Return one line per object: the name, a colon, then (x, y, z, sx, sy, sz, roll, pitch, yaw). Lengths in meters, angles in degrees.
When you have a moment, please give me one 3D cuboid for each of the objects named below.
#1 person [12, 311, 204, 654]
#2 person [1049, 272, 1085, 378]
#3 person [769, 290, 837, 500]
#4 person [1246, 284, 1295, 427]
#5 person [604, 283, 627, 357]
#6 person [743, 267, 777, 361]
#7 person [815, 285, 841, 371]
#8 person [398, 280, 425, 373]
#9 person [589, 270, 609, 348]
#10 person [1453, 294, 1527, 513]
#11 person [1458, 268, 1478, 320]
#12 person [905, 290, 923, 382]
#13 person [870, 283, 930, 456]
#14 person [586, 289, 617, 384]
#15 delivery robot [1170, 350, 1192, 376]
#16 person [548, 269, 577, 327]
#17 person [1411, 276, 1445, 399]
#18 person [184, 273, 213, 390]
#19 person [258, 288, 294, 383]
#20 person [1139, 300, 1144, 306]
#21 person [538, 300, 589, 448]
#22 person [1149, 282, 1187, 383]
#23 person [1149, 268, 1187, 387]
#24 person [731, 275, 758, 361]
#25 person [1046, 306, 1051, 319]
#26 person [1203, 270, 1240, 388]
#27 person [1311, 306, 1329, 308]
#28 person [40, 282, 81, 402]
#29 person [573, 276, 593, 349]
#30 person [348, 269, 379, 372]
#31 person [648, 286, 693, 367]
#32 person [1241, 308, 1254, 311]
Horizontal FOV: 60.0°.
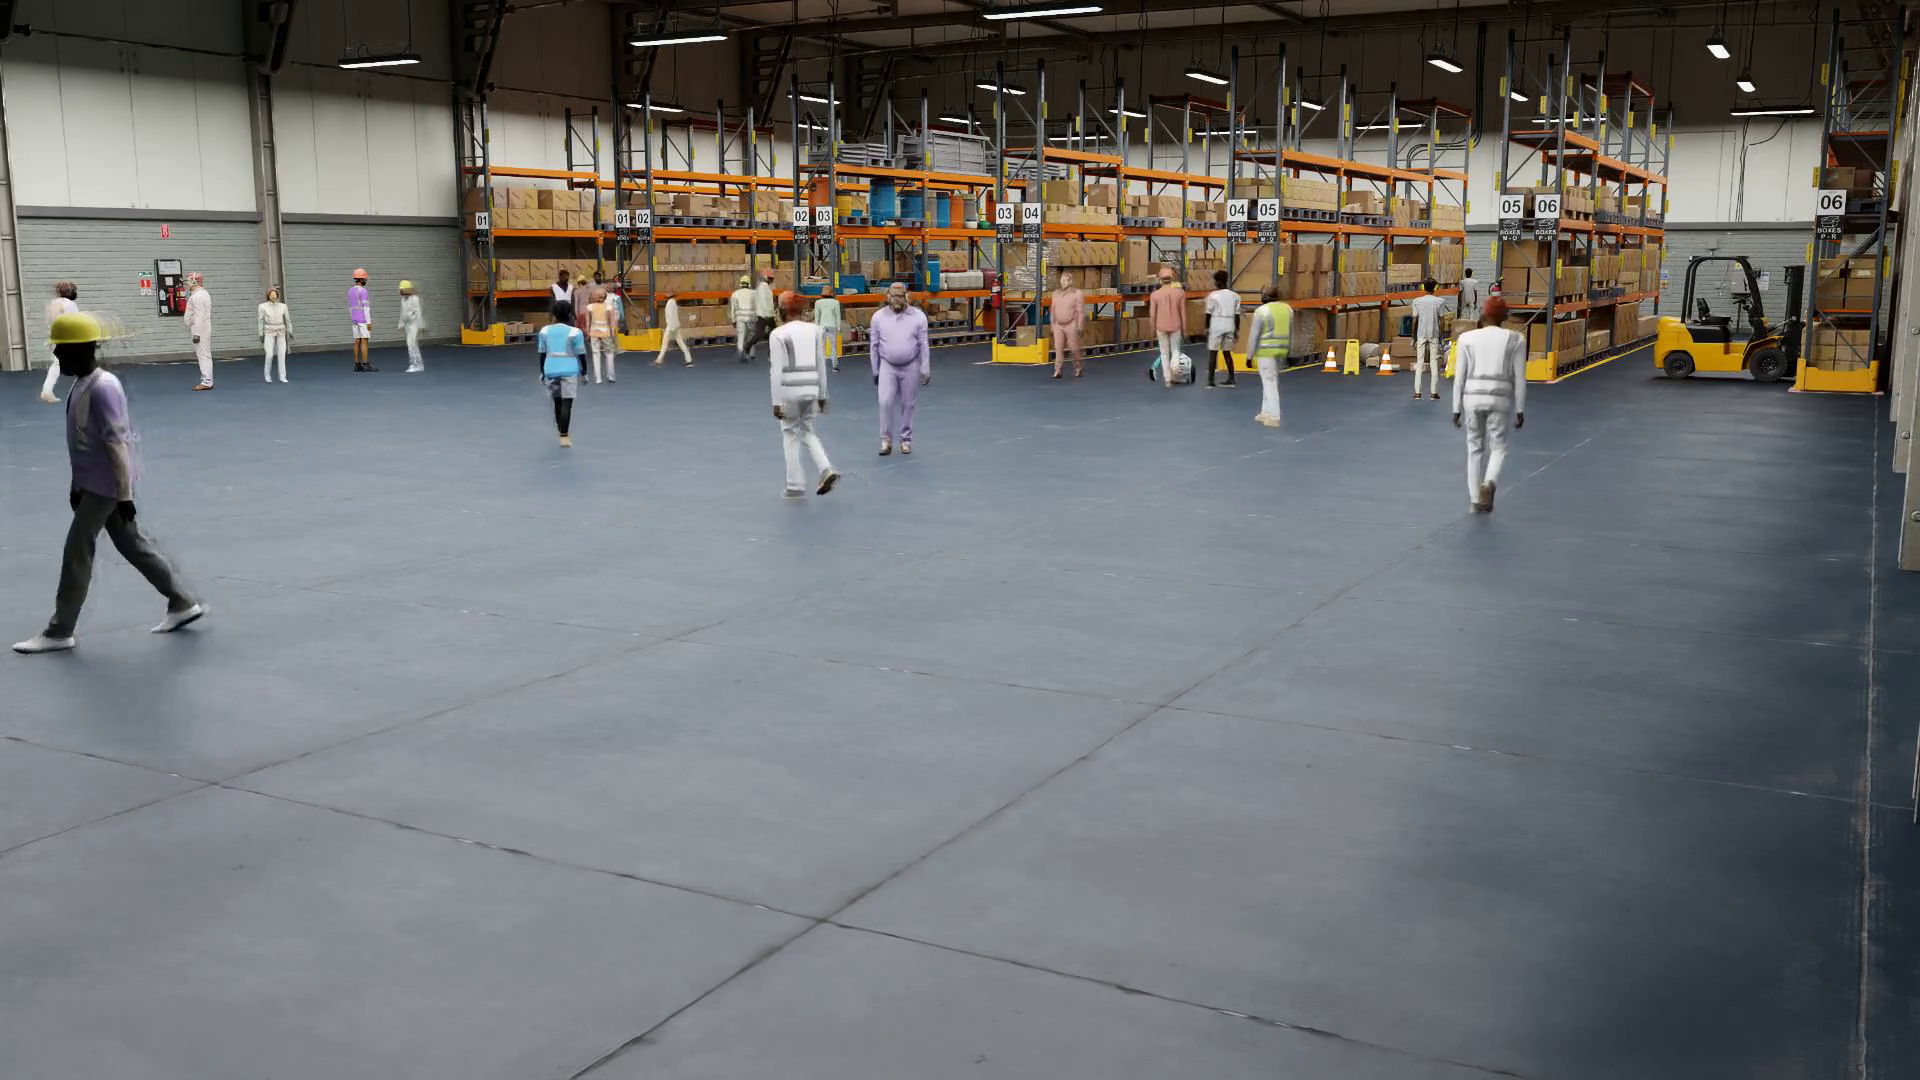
person: (-4.803, -0.342, 9.337, 0.994, 1.882, 0.608, -7, 12, -35)
person: (1.909, -3.815, 29.657, 0.668, 1.925, 0.482, 5, 11, 28)
person: (-1.401, -1.272, 14.768, 0.616, 1.875, 0.524, -9, 13, -42)
person: (3.921, -2.375, 21.393, 0.659, 1.813, 0.773, -6, 11, -32)
person: (-7.499, -4.788, 36.171, 0.551, 1.590, 0.850, 6, 12, 33)
person: (-4.067, -4.636, 34.243, 0.939, 1.957, 0.603, 3, 10, 16)
person: (-2.496, -4.001, 31.450, 0.498, 1.634, 0.279, 1, 10, 6)
person: (-10.320, -3.993, 31.166, 0.517, 1.716, 0.641, 8, 12, 38)
person: (-8.597, -5.512, 39.696, 0.511, 1.838, 0.815, 1, 10, 7)
person: (4.410, -1.117, 13.920, 0.586, 1.867, 0.625, 4, 11, 24)
person: (13.652, -6.378, 44.722, 0.509, 1.860, 0.333, 3, 10, 15)
person: (-0.846, -3.365, 27.774, 0.522, 1.618, 0.504, -5, 11, -25)
person: (-0.651, -1.849, 18.128, 0.662, 1.879, 0.802, 0, 10, -2)
person: (-6.132, -3.482, 28.489, 0.518, 1.613, 0.730, 0, 10, -2)
delivery robot: (3.791, -3.012, 28.534, 0.477, 0.478, 0.707, 2, 10, 10)
person: (-8.535, -4.832, 35.598, 0.397, 1.899, 0.715, 8, 13, 39)
person: (7.128, -3.066, 25.320, 0.511, 1.862, 0.328, 3, 10, 18)
person: (-12.398, -3.391, 27.087, 0.410, 1.909, 0.643, -3, 10, -17)
person: (-11.773, -3.515, 28.620, 0.538, 1.635, 0.374, -9, 13, -42)
person: (5.675, -7.557, 51.382, 0.372, 1.940, 0.631, 6, 11, 30)
person: (-4.515, -1.904, 19.074, 0.550, 1.662, 0.787, 1, 10, 8)
person: (3.582, -3.535, 28.391, 0.666, 1.743, 0.532, -6, 11, -31)
person: (3.460, -3.541, 27.770, 0.635, 1.966, 0.457, 0, 10, -2)
person: (-4.448, -4.586, 34.454, 0.597, 1.791, 0.856, 0, 10, 0)
person: (2.363, -5.539, 40.357, 0.538, 1.667, 0.797, 4, 10, 20)
person: (4.315, -3.472, 27.450, 0.596, 1.946, 0.482, -5, 11, -28)
person: (9.484, -6.337, 43.995, 0.604, 2.029, 0.411, 3, 10, 19)
person: (-13.364, -2.960, 24.916, 0.625, 1.799, 0.972, 6, 11, 31)
person: (-8.820, -5.325, 38.958, 0.536, 1.720, 0.842, -8, 13, -41)
person: (-11.267, -4.134, 31.341, 0.542, 1.939, 0.361, 8, 12, 38)
person: (-5.684, -4.199, 32.767, 0.872, 1.584, 0.518, 1, 10, 5)
person: (7.067, -5.887, 41.740, 0.636, 1.897, 0.975, 6, 11, 30)
